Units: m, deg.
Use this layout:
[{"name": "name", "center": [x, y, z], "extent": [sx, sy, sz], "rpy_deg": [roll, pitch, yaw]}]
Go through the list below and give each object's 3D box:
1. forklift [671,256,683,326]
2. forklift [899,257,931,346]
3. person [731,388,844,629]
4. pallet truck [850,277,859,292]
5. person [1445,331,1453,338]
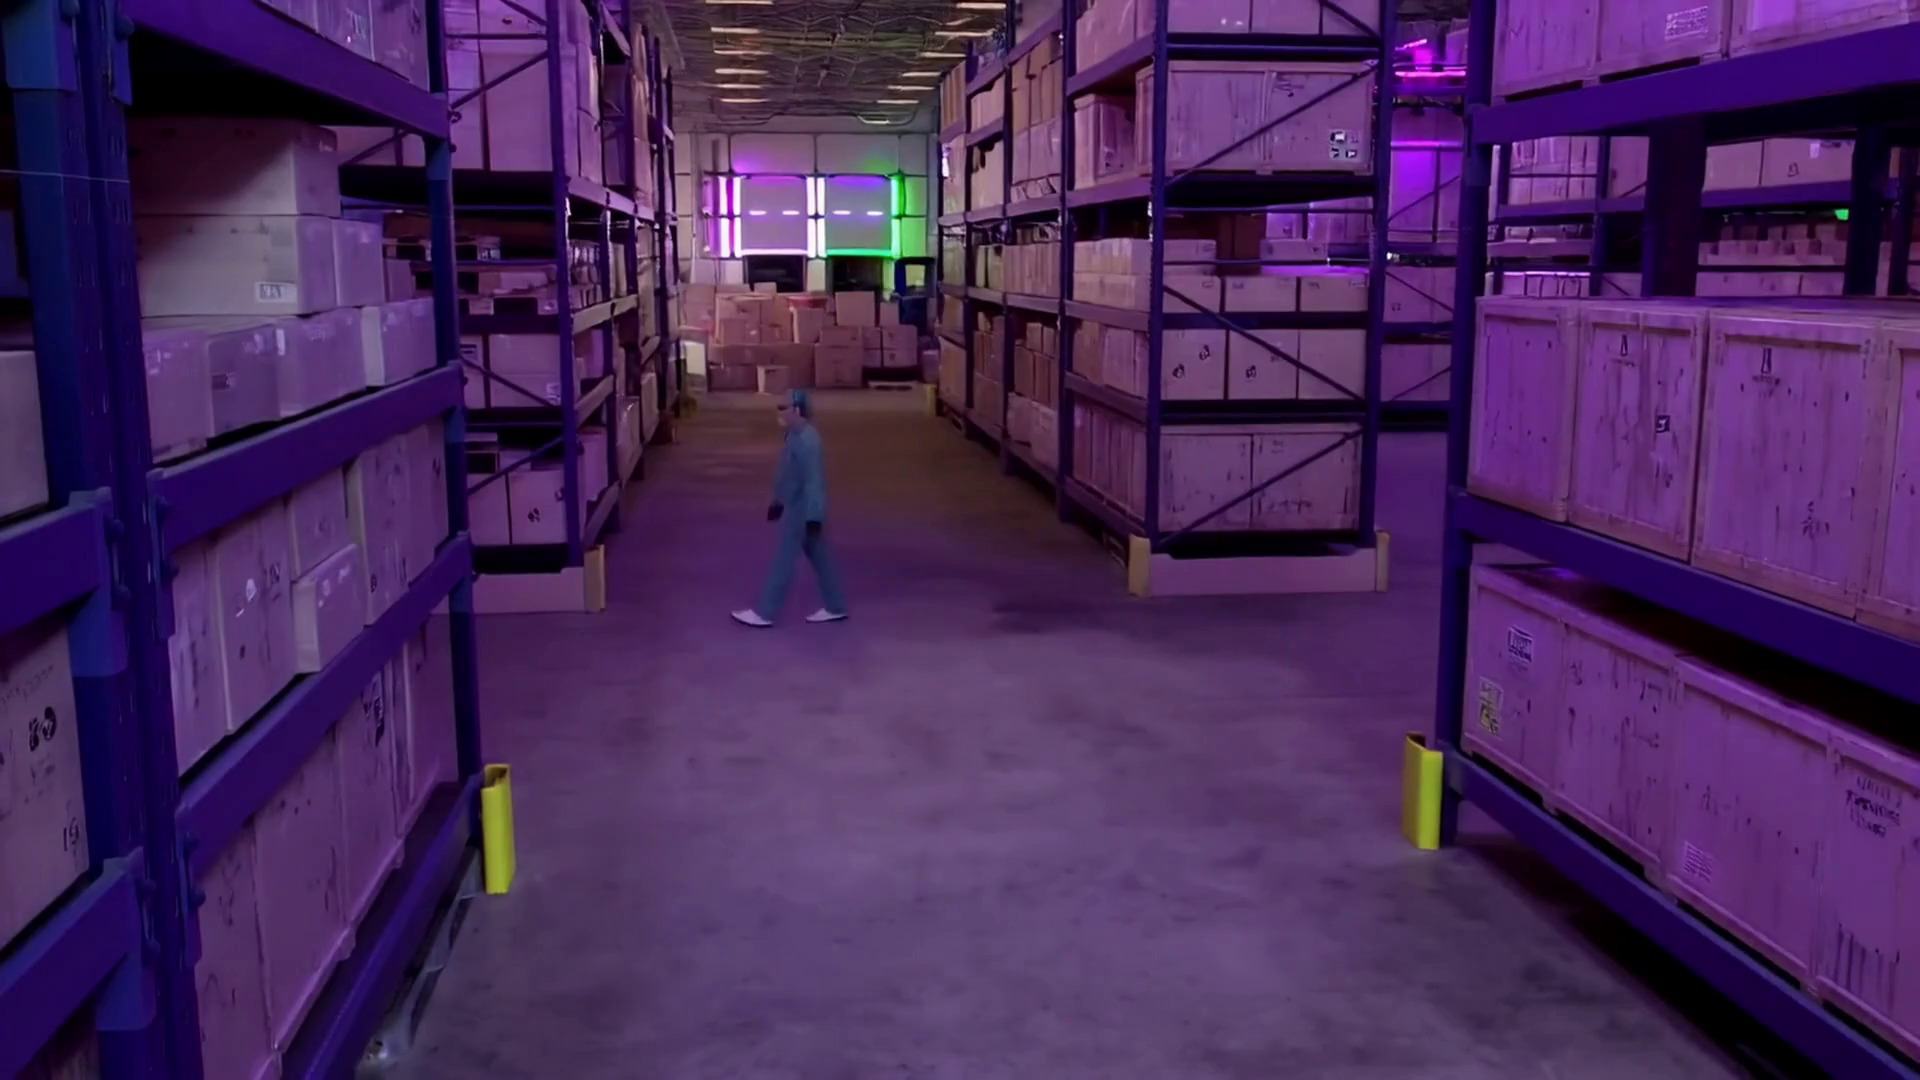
[{"name": "forklift", "center": [-11.356, -9.574, 64.303], "extent": [1.129, 2.768, 1.873], "rpy_deg": [-1, 10, -7]}, {"name": "forklift", "center": [-1.335, -7.260, 50.832], "extent": [1.129, 2.768, 1.873], "rpy_deg": [-2, 10, -10]}, {"name": "person", "center": [-1.346, -0.241, 12.940], "extent": [0.957, 1.864, 0.667], "rpy_deg": [-1, 10, -6]}, {"name": "pallet truck", "center": [-3.782, -9.391, 65.808], "extent": [1.885, 1.965, 0.823], "rpy_deg": [2, 10, 10]}, {"name": "person", "center": [9.930, -3.847, 33.805], "extent": [0.849, 1.915, 0.560], "rpy_deg": [3, 10, 18]}]
